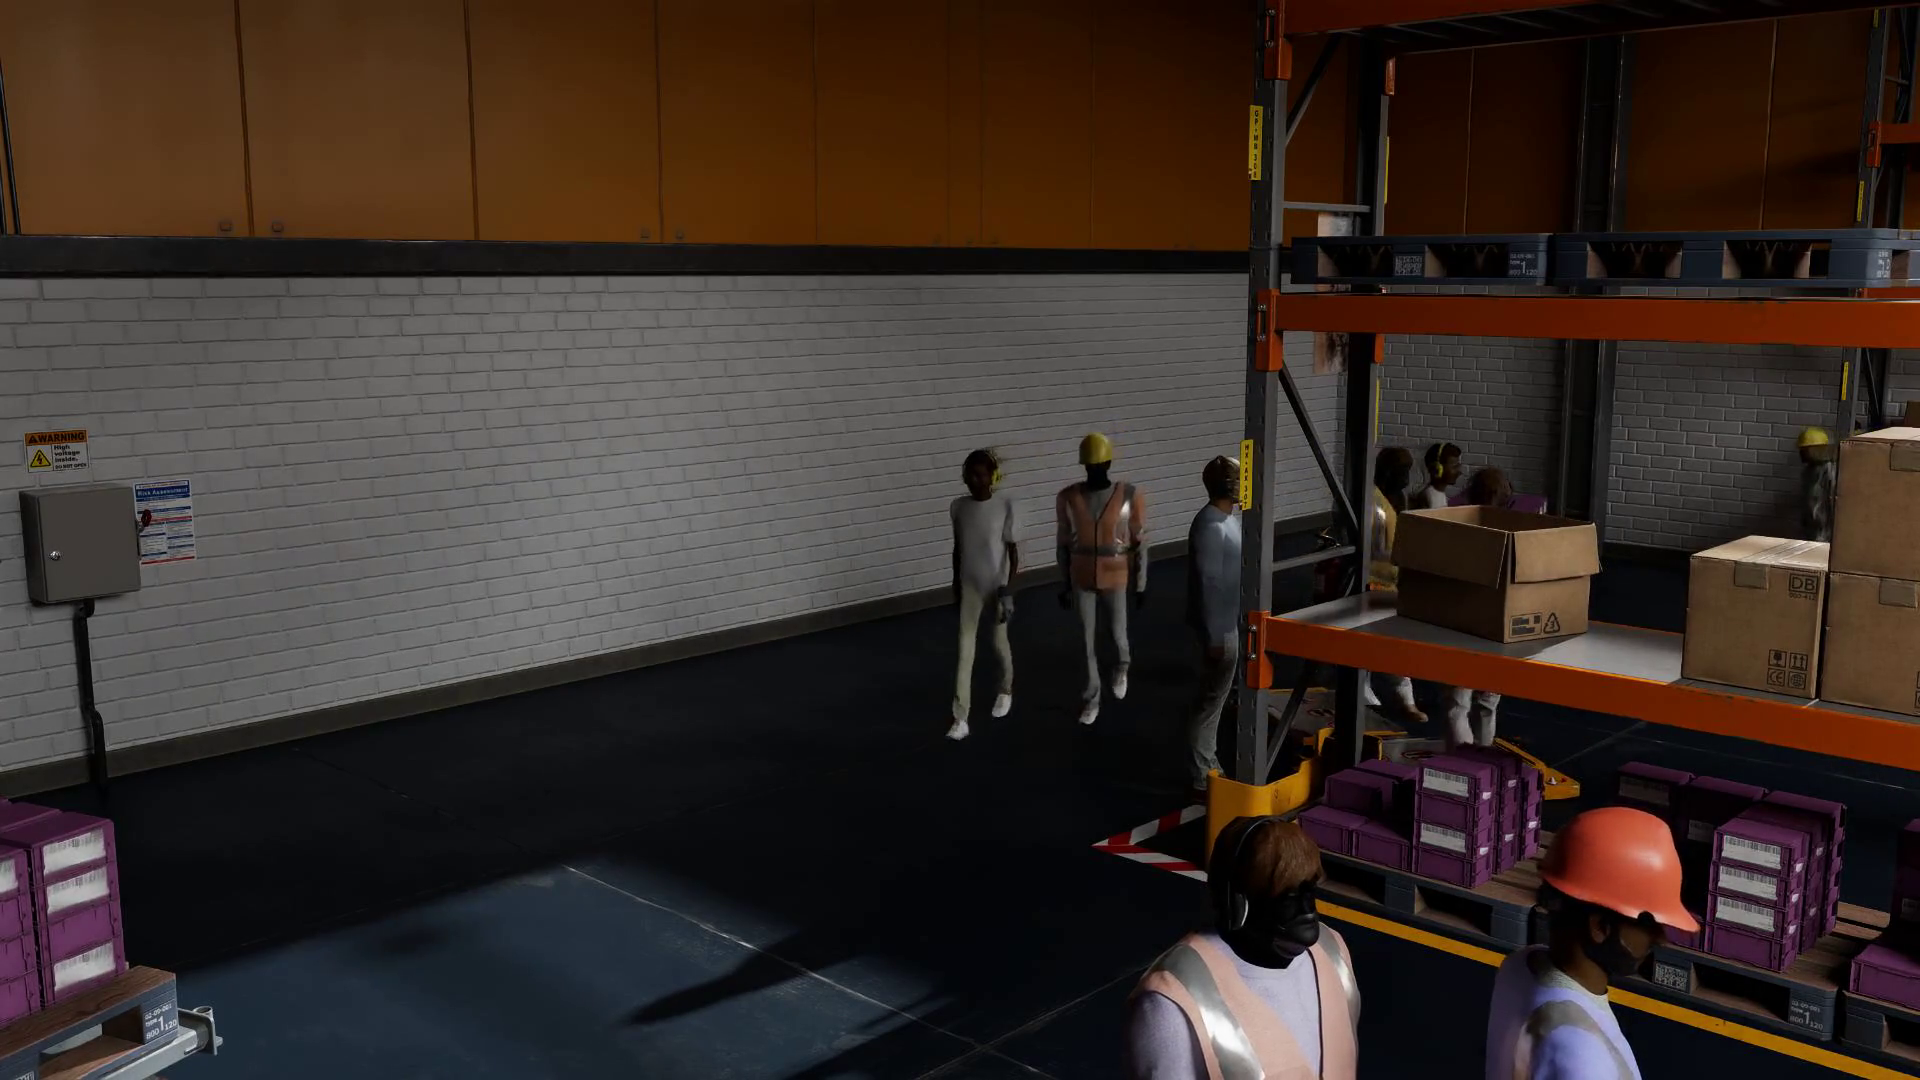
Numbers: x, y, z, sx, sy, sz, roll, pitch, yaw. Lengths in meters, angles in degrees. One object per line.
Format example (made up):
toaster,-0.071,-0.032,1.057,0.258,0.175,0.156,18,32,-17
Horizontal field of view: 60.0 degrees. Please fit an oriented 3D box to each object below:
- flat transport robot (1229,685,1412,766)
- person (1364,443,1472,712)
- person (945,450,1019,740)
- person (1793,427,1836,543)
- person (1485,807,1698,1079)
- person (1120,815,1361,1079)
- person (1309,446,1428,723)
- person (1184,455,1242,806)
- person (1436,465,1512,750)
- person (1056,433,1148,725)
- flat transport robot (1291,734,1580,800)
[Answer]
flat transport robot,2.216,1.143,10.318,0.652,0.197,1.431,-2,9,-10
person,3.068,0.253,11.060,0.966,1.835,0.498,5,10,27
person,0.162,0.318,10.674,0.496,1.820,0.991,3,10,18
person,6.990,-0.060,13.358,0.831,1.695,0.533,1,9,5
person,1.209,1.462,3.295,0.376,1.928,0.542,1,9,7
person,0.624,1.470,3.511,0.631,1.843,0.429,-8,12,-41
person,2.725,0.266,11.030,0.628,1.808,0.870,-6,11,-33
person,1.427,0.498,9.174,0.369,1.940,0.631,2,10,13
person,2.843,0.562,9.020,0.646,1.909,0.798,0,9,-1
person,0.932,0.234,10.899,0.599,1.912,0.620,2,10,15
flat transport robot,2.664,1.299,9.362,1.431,0.197,0.652,-2,9,-11
